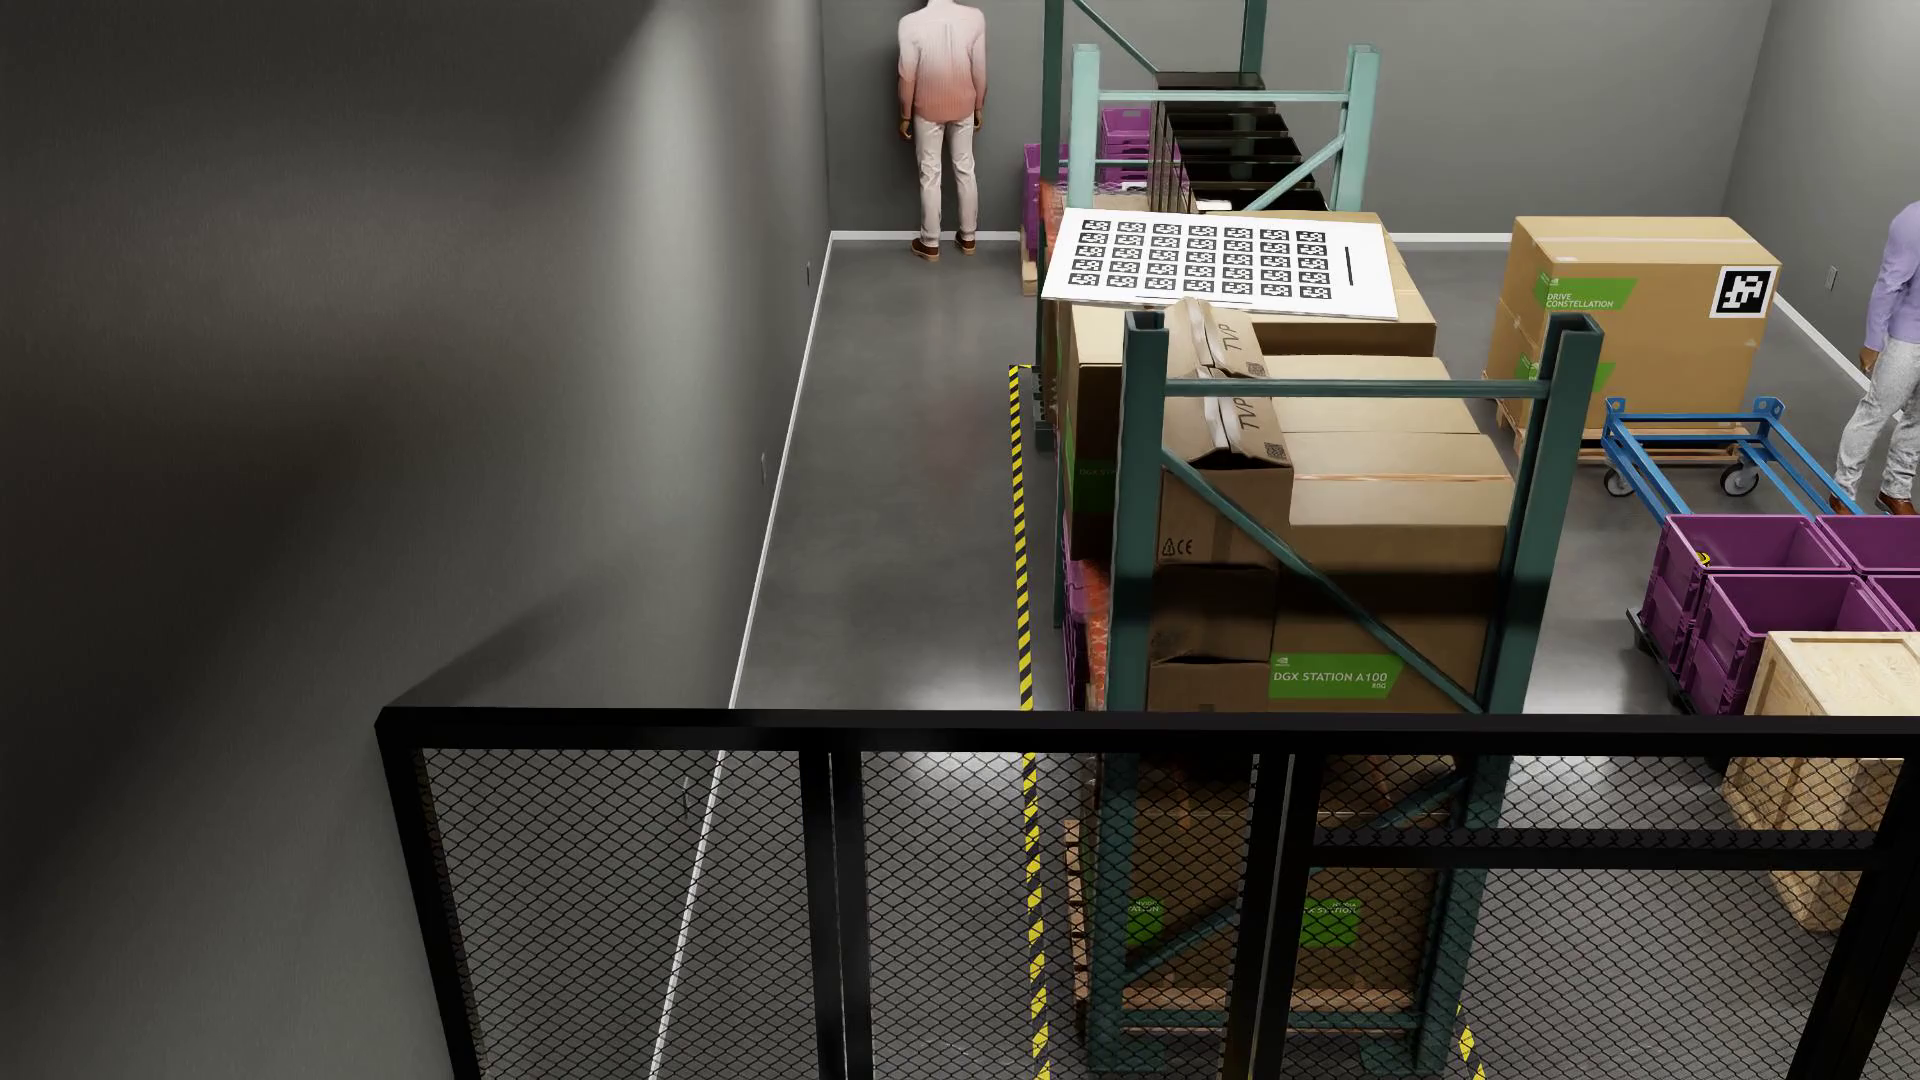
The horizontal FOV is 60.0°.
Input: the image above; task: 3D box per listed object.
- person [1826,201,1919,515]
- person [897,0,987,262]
[{"bbox_3d":[4.531,-0.939,7.774,0.637,1.938,0.355,-1,31,-2],"label":"person"},{"bbox_3d":[-0.125,-2.814,10.836,0.612,1.995,0.393,-11,33,-18],"label":"person"}]
